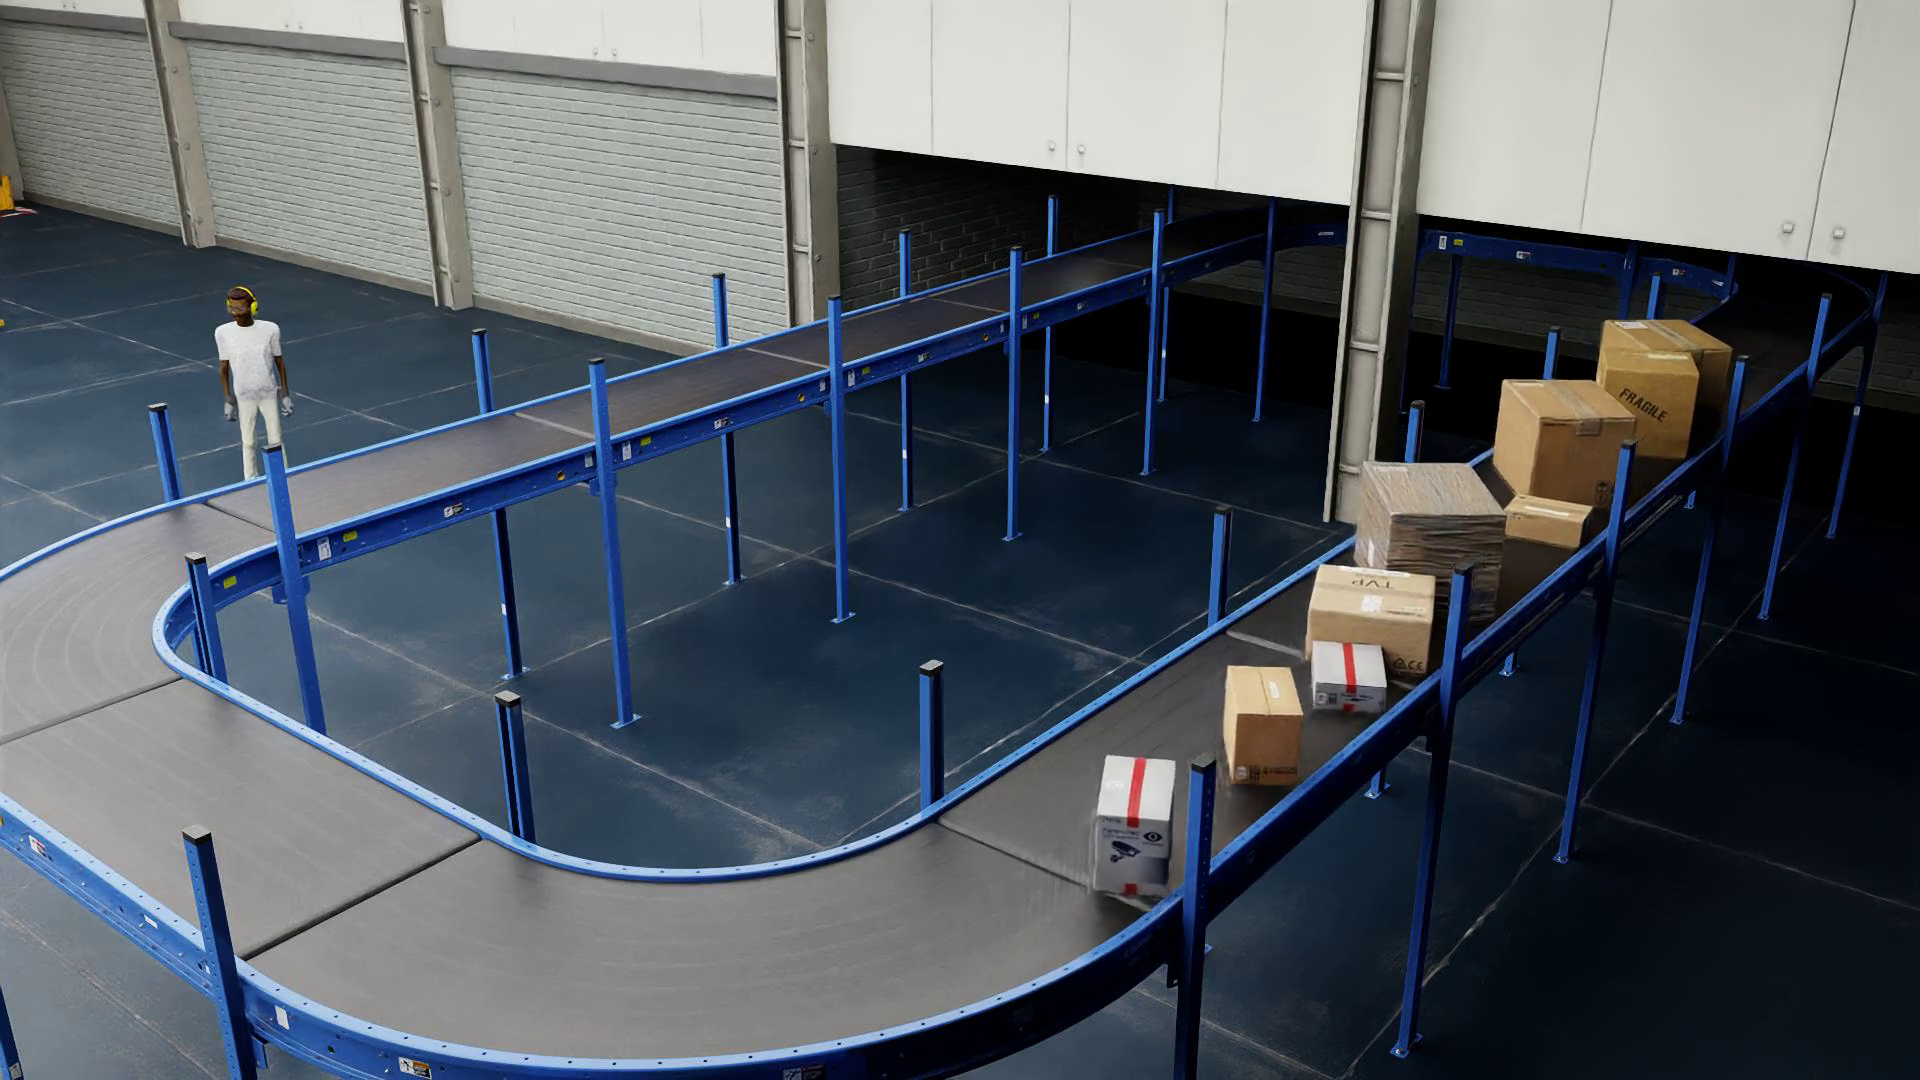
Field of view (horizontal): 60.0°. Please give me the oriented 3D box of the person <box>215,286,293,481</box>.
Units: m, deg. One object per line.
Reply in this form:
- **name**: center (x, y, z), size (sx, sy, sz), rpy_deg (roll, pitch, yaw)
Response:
- **person**: center (-5.740, -1.159, 13.592), size (0.514, 1.865, 0.327), rpy_deg (-8, 23, -19)
